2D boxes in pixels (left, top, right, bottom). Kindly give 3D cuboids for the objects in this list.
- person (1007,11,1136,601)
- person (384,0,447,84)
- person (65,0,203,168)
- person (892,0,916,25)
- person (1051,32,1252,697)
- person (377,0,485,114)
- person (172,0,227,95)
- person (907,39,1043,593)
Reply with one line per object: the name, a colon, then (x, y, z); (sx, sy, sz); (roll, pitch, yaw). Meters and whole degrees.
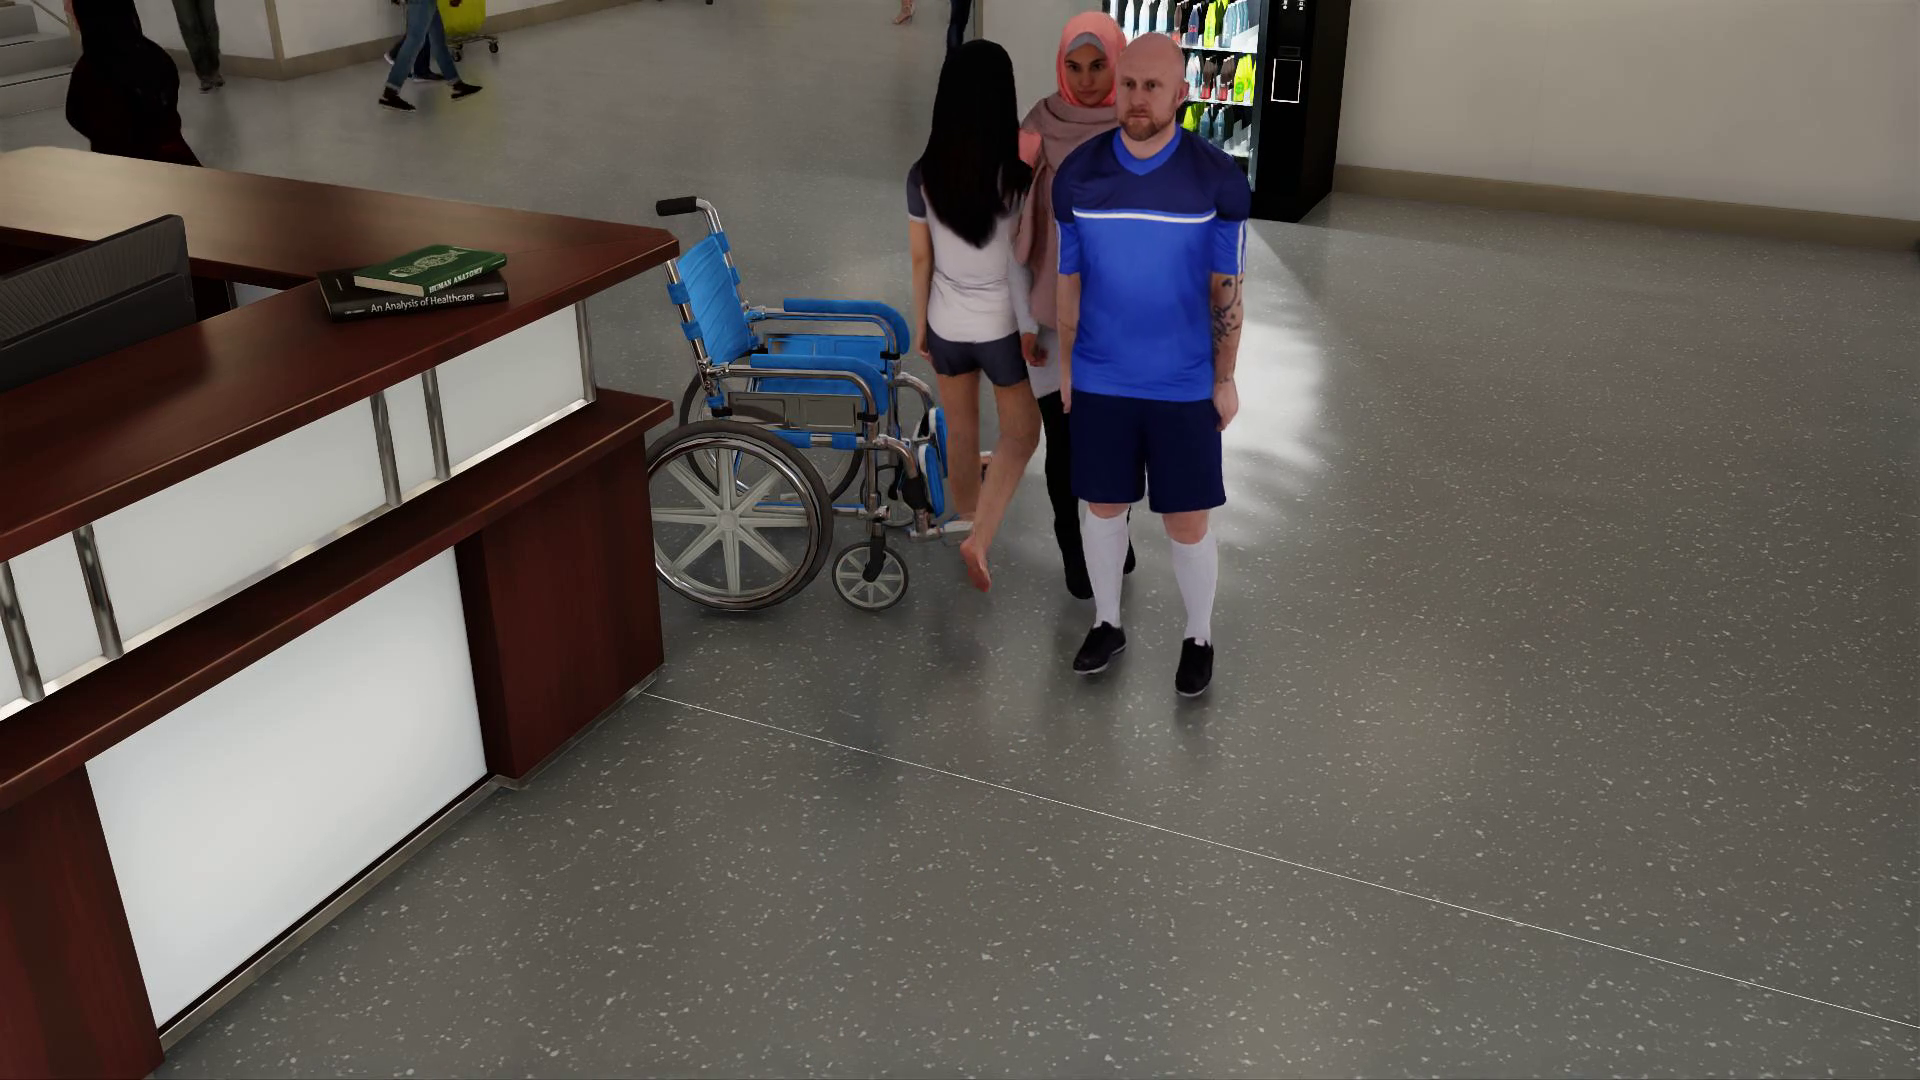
person: (0.366, -0.668, 5.037); (0.768, 1.763, 0.844); (0, 26, -1)
person: (-4.322, -4.332, 12.882); (0.817, 1.549, 0.753); (-5, 26, -11)
person: (-2.949, -1.246, 6.251); (0.798, 1.749, 0.766); (3, 26, 6)
person: (-0.554, -5.747, 15.658); (0.543, 1.686, 0.599); (5, 26, 11)
person: (0.514, -0.440, 4.489); (0.578, 1.828, 0.770); (8, 27, 15)
person: (-3.895, -3.887, 11.701); (1.202, 1.774, 0.890); (17, 30, 31)
person: (-5.832, -4.219, 12.577); (0.995, 1.610, 1.100); (-13, 29, -26)
person: (0.054, -0.616, 5.014); (0.877, 1.690, 0.779); (5, 26, 10)
